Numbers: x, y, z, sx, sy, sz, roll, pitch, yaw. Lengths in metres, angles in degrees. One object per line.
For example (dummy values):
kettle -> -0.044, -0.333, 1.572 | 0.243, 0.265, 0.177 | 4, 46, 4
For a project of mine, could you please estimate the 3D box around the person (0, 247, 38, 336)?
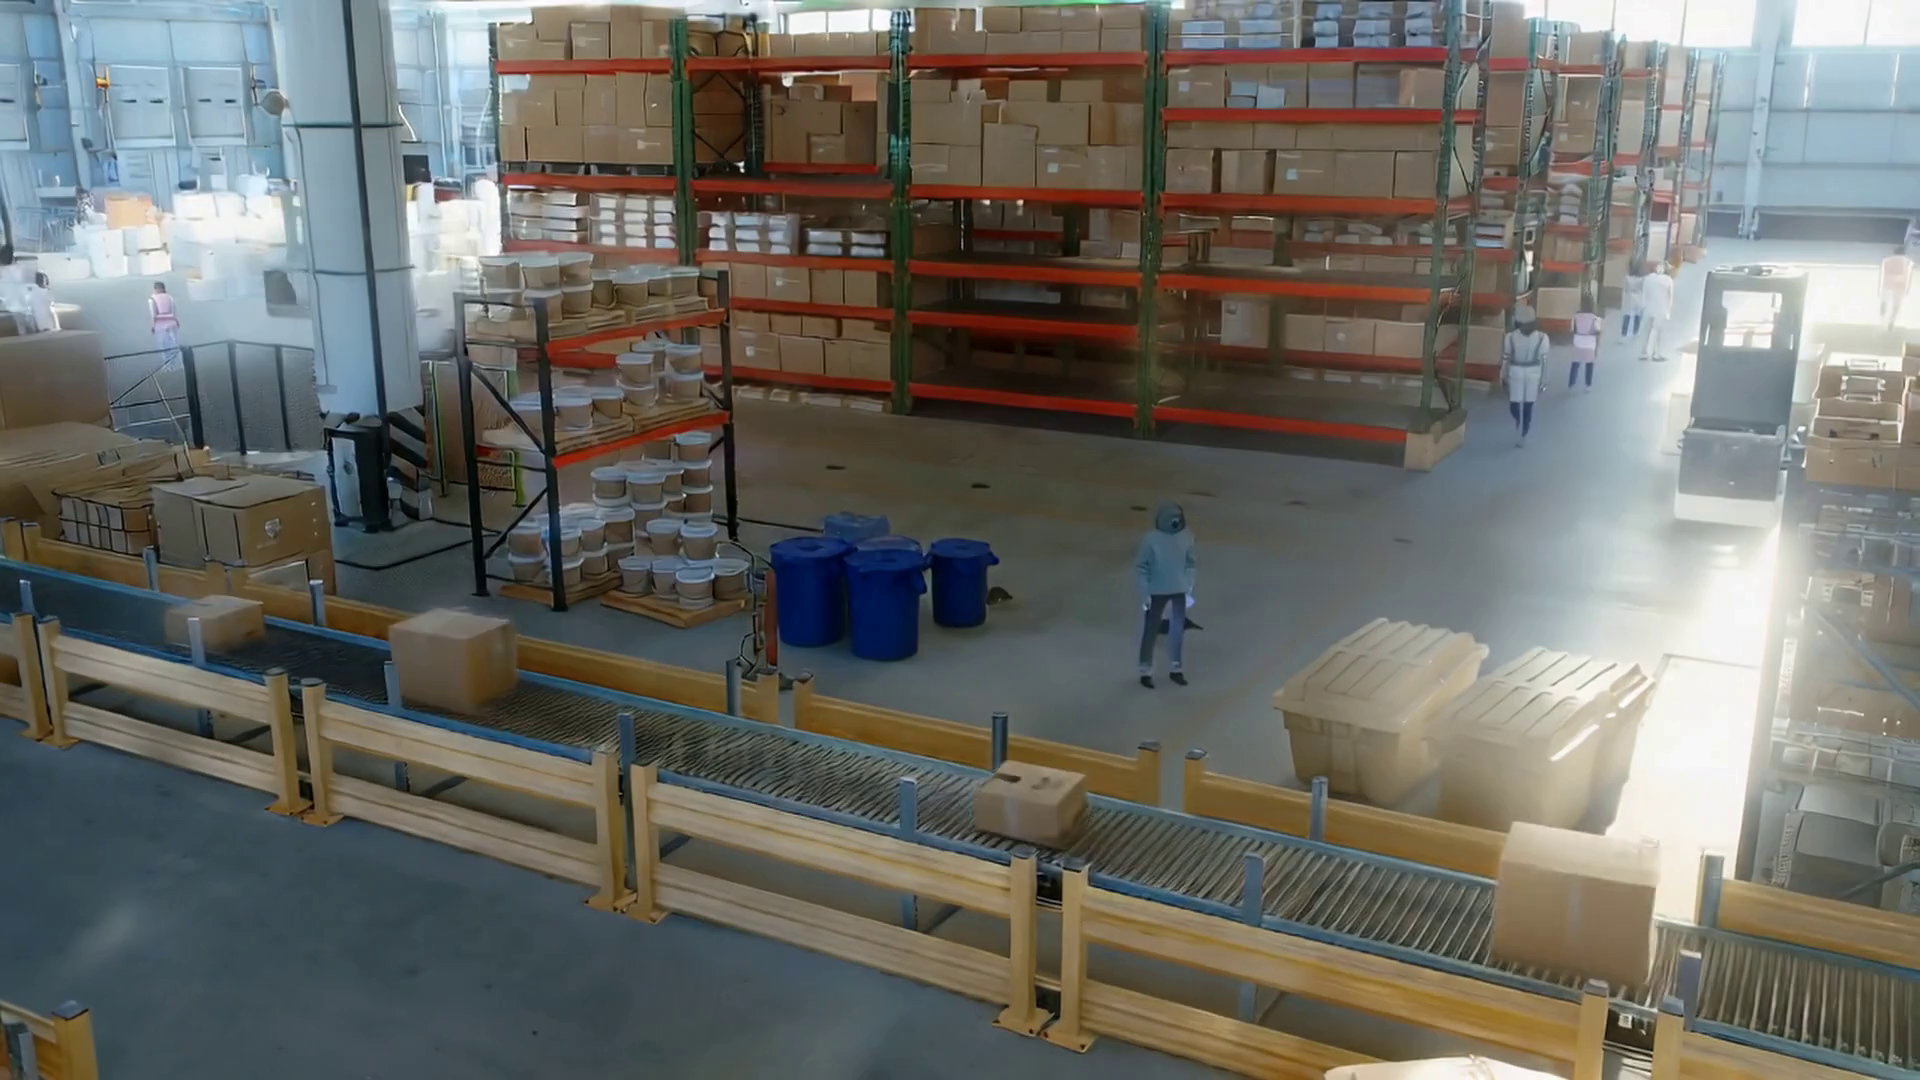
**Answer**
person -> -19.007, -4.910, 33.392 | 0.663, 1.923, 0.465 | -1, 15, -5

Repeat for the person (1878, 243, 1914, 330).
person -> 19.981, -5.427, 35.562 | 0.632, 1.807, 0.880 | 8, 17, 27

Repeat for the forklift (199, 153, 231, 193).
forklift -> -27.440, -12.865, 61.464 | 1.873, 2.768, 1.129 | 8, 17, 28

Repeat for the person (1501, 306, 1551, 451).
person -> 7.965, -2.304, 23.410 | 0.639, 2.022, 0.753 | 8, 17, 28

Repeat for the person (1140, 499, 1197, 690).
person -> 1.725, 0.447, 13.828 | 0.497, 1.627, 0.288 | -4, 15, -16

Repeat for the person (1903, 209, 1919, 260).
person -> 26.570, -8.325, 46.425 | 0.642, 1.821, 0.465 | -7, 17, -26

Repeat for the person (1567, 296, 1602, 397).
person -> 10.307, -3.203, 27.497 | 0.526, 1.654, 0.906 | 9, 18, 31

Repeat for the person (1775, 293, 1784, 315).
person -> 15.559, -4.229, 31.405 | 0.280, 1.624, 0.493 | 3, 15, 10

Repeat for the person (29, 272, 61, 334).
person -> -15.997, -3.759, 29.164 | 0.519, 1.874, 0.327 | 4, 15, 14

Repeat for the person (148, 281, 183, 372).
person -> -14.278, -3.833, 29.887 | 0.512, 1.640, 0.309 | -12, 19, -39

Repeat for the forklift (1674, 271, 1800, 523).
forklift -> 9.269, -1.763, 19.726 | 1.129, 2.768, 1.873 | 8, 17, 27

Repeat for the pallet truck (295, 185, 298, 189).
pallet truck -> -26.804, -14.617, 69.738 | 1.885, 1.965, 0.823 | -14, 20, -42

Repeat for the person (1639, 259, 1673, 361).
person -> 13.064, -4.303, 31.164 | 0.398, 1.899, 0.647 | -8, 17, -27

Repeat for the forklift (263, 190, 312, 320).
forklift -> -14.555, -6.370, 37.048 | 1.873, 2.768, 1.129 | 8, 17, 28

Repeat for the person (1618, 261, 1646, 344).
person -> 13.450, -4.721, 33.170 | 0.555, 1.650, 0.850 | 9, 18, 31

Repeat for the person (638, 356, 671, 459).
person -> -3.708, -1.416, 20.636 | 0.823, 1.724, 0.533 | -3, 15, -11

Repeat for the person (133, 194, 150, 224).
person -> -25.854, -9.982, 52.560 | 0.665, 1.867, 1.028 | 0, 15, 0
